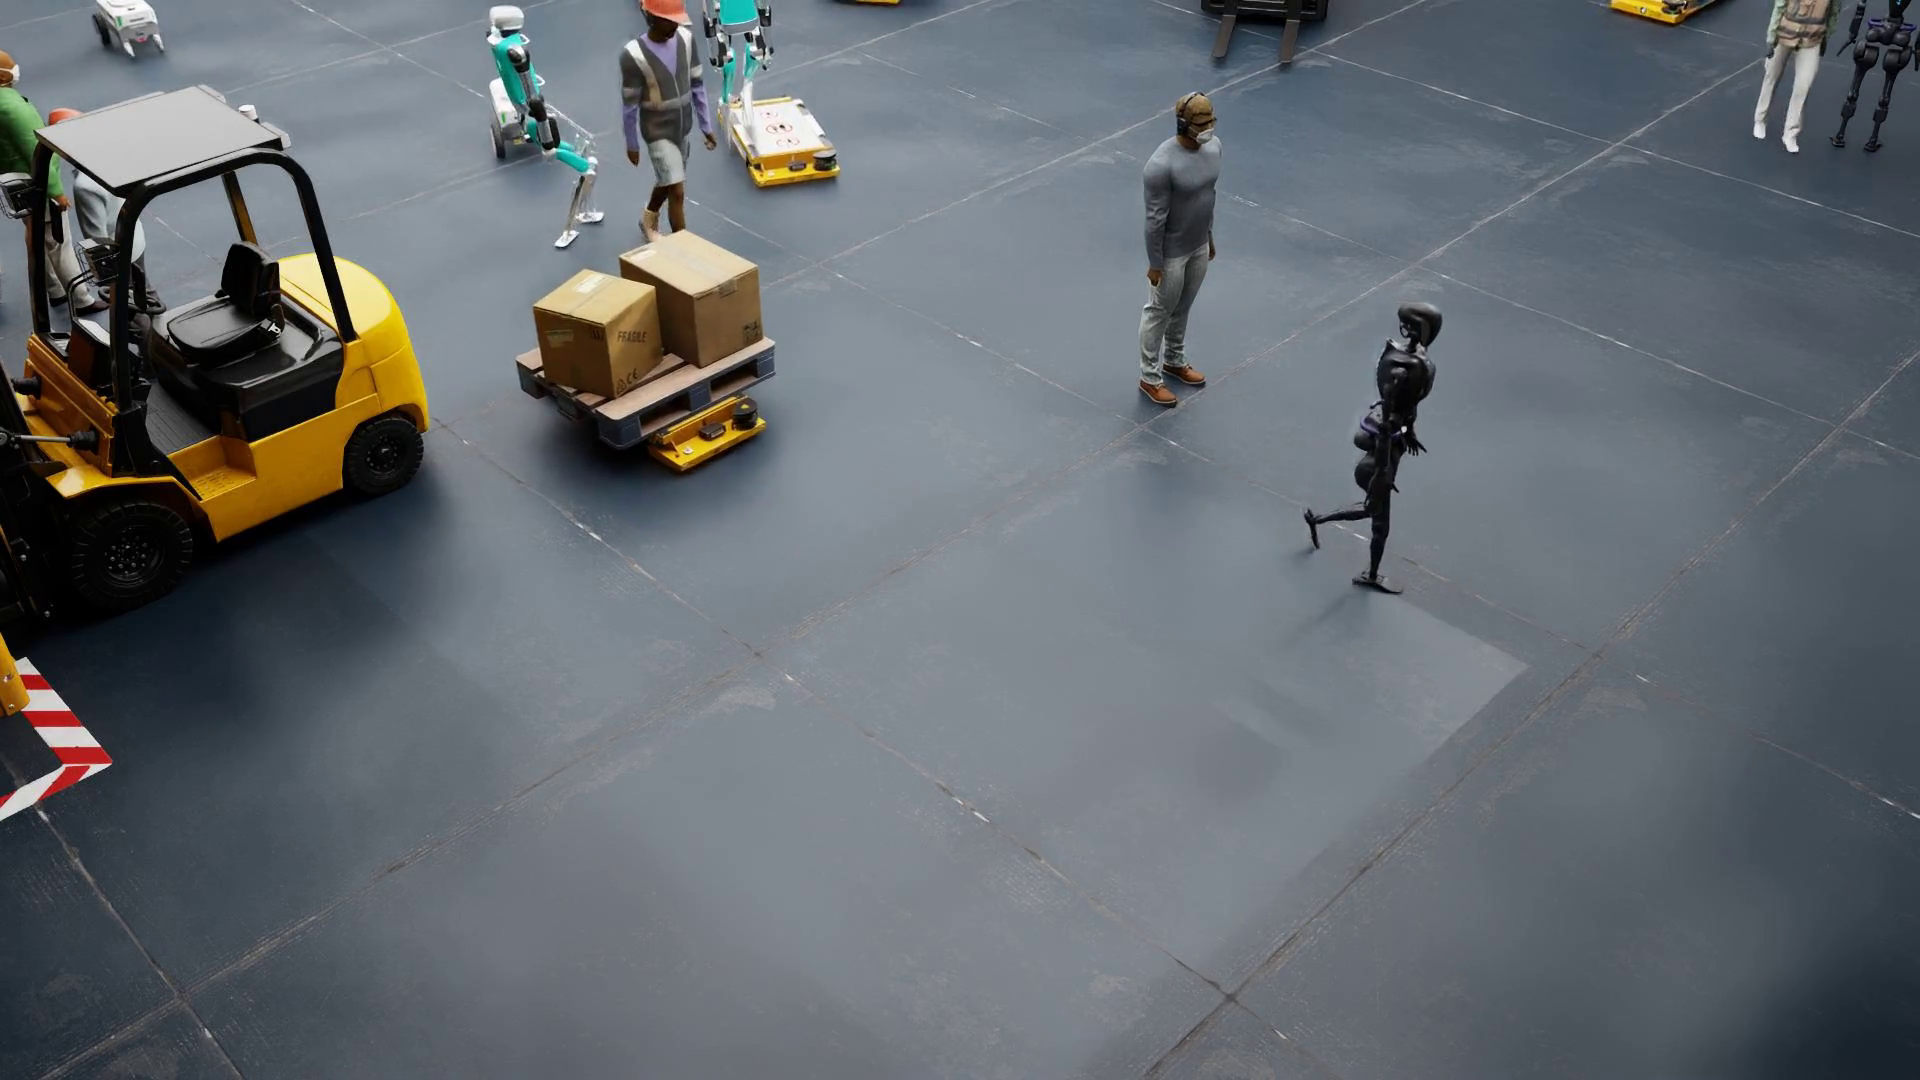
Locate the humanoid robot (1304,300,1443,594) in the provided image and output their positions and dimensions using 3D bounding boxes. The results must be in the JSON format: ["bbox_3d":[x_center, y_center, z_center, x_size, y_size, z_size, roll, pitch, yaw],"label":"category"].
[{"bbox_3d":[2.105,-0.502,8.495,0.584,1.639,0.597,17,40,22],"label":"humanoid robot"}]

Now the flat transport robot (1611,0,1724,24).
[{"bbox_3d":[6.986,-5.340,16.145,1.431,0.231,0.659,-30,46,-34],"label":"flat transport robot"}]

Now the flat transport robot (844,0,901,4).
[{"bbox_3d":[-0.785,-5.673,16.591,0.659,0.231,1.431,6,37,8],"label":"flat transport robot"}]

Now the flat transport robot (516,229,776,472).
[{"bbox_3d":[-1.900,-0.884,10.180,1.431,0.231,0.659,30,46,34],"label":"flat transport robot"}]

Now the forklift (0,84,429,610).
[{"bbox_3d":[-4.145,-1.093,8.856,2.313,2.155,1.214,-31,47,-34],"label":"forklift"}]

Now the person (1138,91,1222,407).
[{"bbox_3d":[1.322,-1.742,9.935,0.373,1.940,0.628,29,45,33],"label":"person"}]

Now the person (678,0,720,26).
[{"bbox_3d":[-2.498,-5.671,15.371,0.614,1.728,0.542,-6,37,-8],"label":"person"}]

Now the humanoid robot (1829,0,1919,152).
[{"bbox_3d":[7.237,-3.896,13.023,0.599,1.657,0.315,17,40,22],"label":"humanoid robot"}]

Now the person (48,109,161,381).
[{"bbox_3d":[-5.187,-1.799,10.174,0.352,1.742,0.572,-4,37,-5],"label":"person"}]

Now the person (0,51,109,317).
[{"bbox_3d":[-6.017,-2.308,10.821,0.539,1.784,0.385,24,43,29],"label":"person"}]

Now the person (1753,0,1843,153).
[{"bbox_3d":[6.579,-3.867,13.044,0.516,1.620,0.661,7,37,10],"label":"person"}]

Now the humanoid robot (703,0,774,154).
[{"bbox_3d":[-1.756,-3.779,12.914,0.551,1.897,0.669,-15,39,-19],"label":"humanoid robot"}]

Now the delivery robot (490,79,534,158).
[{"bbox_3d":[-3.546,-3.424,13.356,0.499,0.613,0.816,-12,38,-16],"label":"delivery robot"}]

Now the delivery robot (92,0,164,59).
[{"bbox_3d":[-7.551,-4.739,15.094,0.499,0.586,0.780,-25,43,-29],"label":"delivery robot"}]

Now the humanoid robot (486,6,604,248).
[{"bbox_3d":[-2.781,-2.914,11.674,0.870,1.780,0.590,-21,42,-25],"label":"humanoid robot"}]

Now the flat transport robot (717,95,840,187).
[{"bbox_3d":[-1.469,-3.222,13.310,0.659,0.231,1.431,-12,38,-15],"label":"flat transport robot"}]

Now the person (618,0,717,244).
[{"bbox_3d":[-2.016,-2.818,11.344,0.956,1.998,0.598,26,44,30],"label":"person"}]

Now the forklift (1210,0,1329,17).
[{"bbox_3d":[3.106,-6.400,15.960,1.214,2.155,2.313,8,37,10],"label":"forklift"}]

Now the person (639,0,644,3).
[{"bbox_3d":[-3.070,-5.948,15.702,0.548,1.762,0.565,28,45,33],"label":"person"}]
